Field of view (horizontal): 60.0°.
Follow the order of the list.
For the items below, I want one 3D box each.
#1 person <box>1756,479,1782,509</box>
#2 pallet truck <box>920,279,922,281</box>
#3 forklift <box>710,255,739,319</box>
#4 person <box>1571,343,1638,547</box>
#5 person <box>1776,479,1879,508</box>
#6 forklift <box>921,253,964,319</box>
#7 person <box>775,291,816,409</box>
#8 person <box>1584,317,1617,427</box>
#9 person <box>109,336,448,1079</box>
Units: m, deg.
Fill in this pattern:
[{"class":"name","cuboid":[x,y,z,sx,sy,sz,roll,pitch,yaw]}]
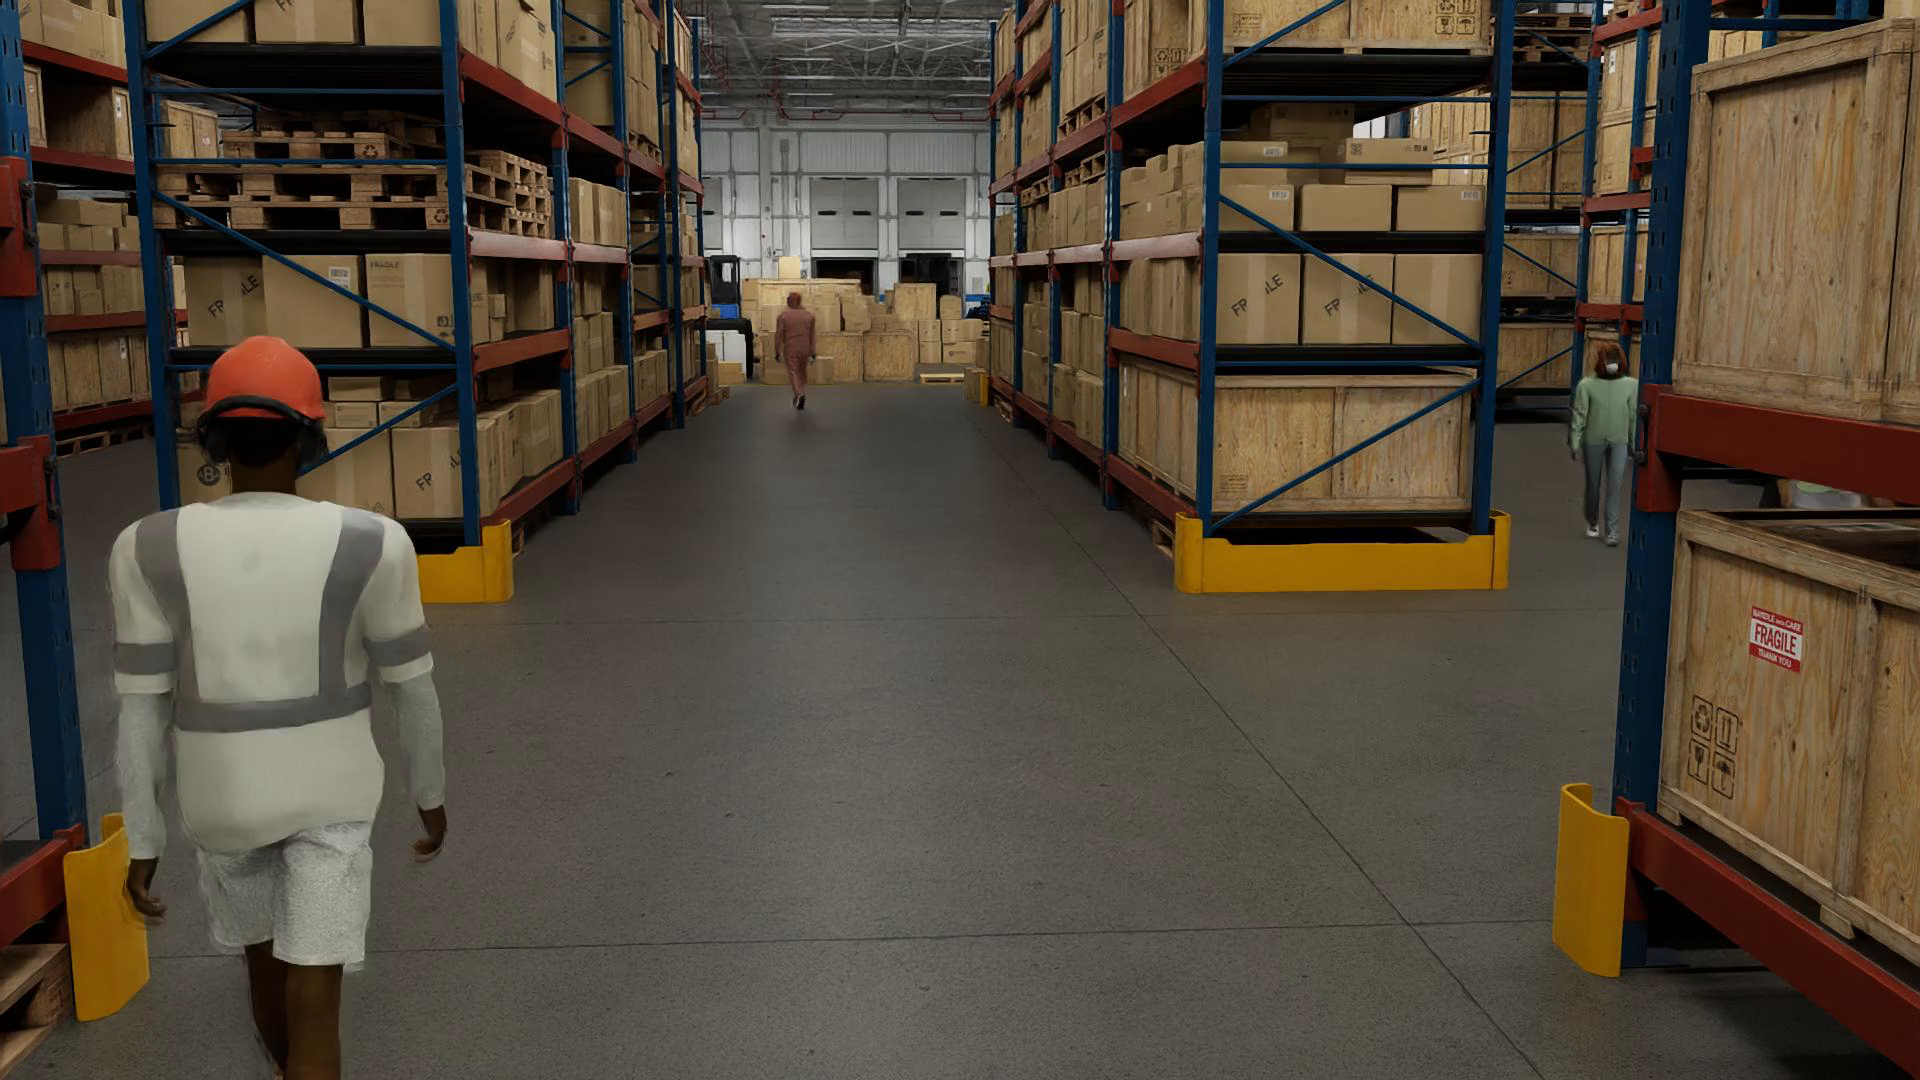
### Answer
[{"class":"person","cuboid":[5.735,-0.638,11.478,1.017,1.868,0.609,3,9,16]},{"class":"pallet truck","cuboid":[-0.932,-8.922,63.114,1.885,1.965,0.823,2,9,13]},{"class":"forklift","cuboid":[-8.368,-8.713,59.038,1.129,2.768,1.873,-1,9,-4]},{"class":"person","cuboid":[5.106,-0.760,13.160,0.528,1.590,0.856,2,9,15]},{"class":"person","cuboid":[4.829,-0.235,9.192,0.740,1.808,0.400,-1,9,-4]},{"class":"forklift","cuboid":[-0.737,-7.698,52.666,1.129,2.768,1.873,-5,11,-30]},{"class":"person","cuboid":[-2.593,-3.019,26.469,0.655,1.877,0.891,-4,10,-24]},{"class":"person","cuboid":[8.808,-2.304,22.796,0.380,1.613,0.556,-7,12,-39]},{"class":"person","cuboid":[-1.476,0.548,3.688,0.636,1.981,1.070,-2,9,-13]}]
